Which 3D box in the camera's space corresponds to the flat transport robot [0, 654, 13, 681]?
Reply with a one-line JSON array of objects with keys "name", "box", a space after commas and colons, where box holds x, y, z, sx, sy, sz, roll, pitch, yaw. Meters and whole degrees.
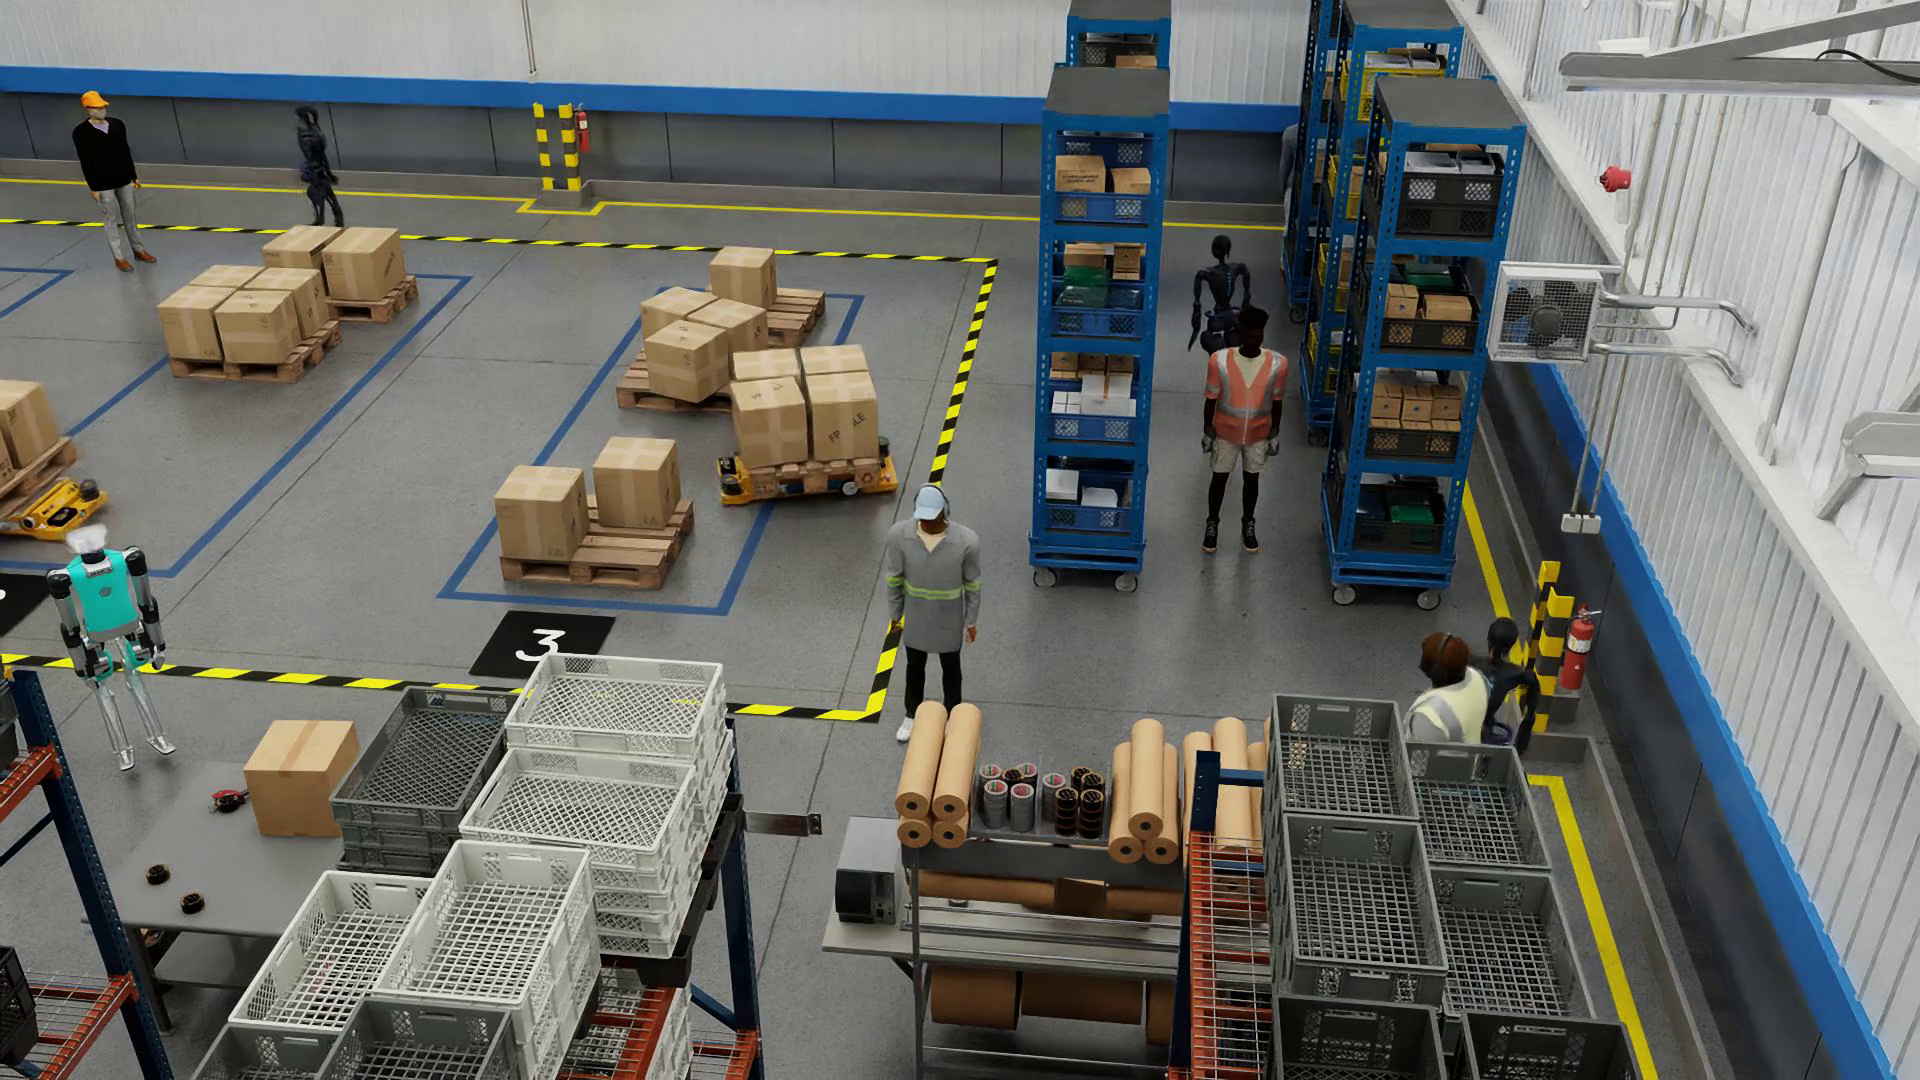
[{"name": "flat transport robot", "box": [-7.142, 0.969, 11.010, 1.431, 0.231, 0.659, 3, 30, 6]}]

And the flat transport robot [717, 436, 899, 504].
[{"name": "flat transport robot", "box": [-1.259, -0.587, 13.654, 1.431, 0.197, 0.652, -5, 31, -9]}]

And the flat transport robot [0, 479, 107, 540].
[{"name": "flat transport robot", "box": [-7.607, -0.285, 13.136, 1.431, 0.197, 0.652, 3, 30, 6]}]

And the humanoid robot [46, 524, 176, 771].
[{"name": "humanoid robot", "box": [-5.152, 0.580, 10.083, 0.533, 1.677, 0.735, -22, 37, -32]}]

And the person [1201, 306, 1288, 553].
[{"name": "person", "box": [2.098, -0.814, 12.386, 0.606, 1.966, 0.368, 1, 30, 1]}]

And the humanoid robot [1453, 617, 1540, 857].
[{"name": "humanoid robot", "box": [2.850, 1.164, 9.279, 0.604, 1.647, 0.373, 11, 32, 18]}]

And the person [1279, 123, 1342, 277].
[{"name": "person", "box": [3.620, -3.663, 17.322, 0.620, 1.932, 0.368, 4, 30, 6]}]

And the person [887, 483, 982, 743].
[{"name": "person", "box": [-0.167, 0.468, 10.297, 0.589, 1.852, 0.401, 5, 31, 9]}]

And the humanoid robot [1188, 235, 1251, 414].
[{"name": "humanoid robot", "box": [2.274, -1.847, 14.458, 0.587, 1.642, 0.526, -10, 32, -17]}]

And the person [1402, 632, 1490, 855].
[{"name": "person", "box": [2.567, 1.290, 8.940, 0.927, 1.797, 0.635, 22, 37, 33]}]

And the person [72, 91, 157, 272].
[{"name": "person", "box": [-8.961, -3.799, 17.596, 0.361, 1.884, 0.587, 16, 34, 26]}]

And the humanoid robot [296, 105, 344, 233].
[{"name": "humanoid robot", "box": [-7.024, -3.927, 18.049, 0.664, 1.631, 0.605, -2, 30, -4]}]
